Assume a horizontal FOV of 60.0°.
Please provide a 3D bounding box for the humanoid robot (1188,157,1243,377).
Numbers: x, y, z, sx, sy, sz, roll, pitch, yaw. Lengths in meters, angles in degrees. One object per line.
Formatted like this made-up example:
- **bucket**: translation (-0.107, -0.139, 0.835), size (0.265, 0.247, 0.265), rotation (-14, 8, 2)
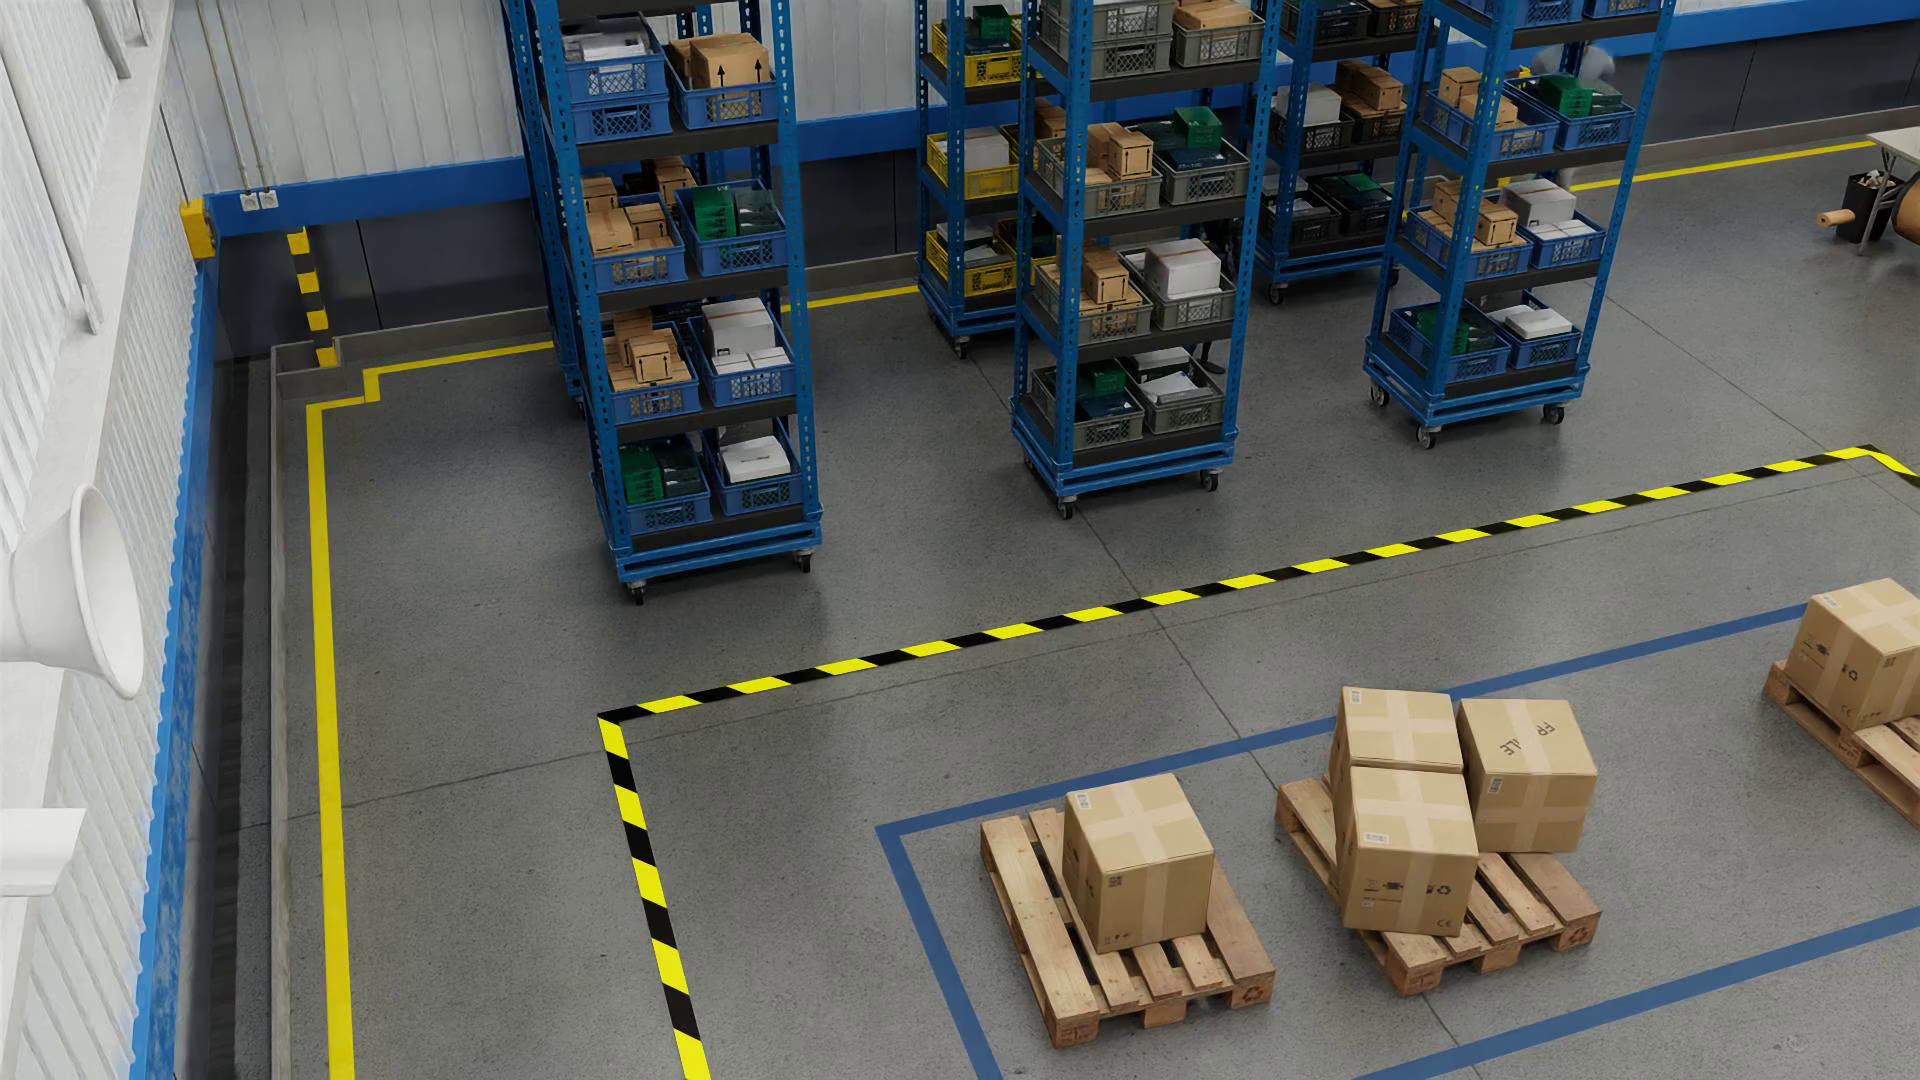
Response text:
- **humanoid robot**: translation (1.753, -1.860, 11.457), size (0.315, 1.657, 0.599), rotation (29, 45, 35)

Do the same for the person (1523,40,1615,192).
- **person**: translation (4.754, -3.223, 13.209), size (0.638, 1.912, 0.568), rotation (9, 36, 13)
